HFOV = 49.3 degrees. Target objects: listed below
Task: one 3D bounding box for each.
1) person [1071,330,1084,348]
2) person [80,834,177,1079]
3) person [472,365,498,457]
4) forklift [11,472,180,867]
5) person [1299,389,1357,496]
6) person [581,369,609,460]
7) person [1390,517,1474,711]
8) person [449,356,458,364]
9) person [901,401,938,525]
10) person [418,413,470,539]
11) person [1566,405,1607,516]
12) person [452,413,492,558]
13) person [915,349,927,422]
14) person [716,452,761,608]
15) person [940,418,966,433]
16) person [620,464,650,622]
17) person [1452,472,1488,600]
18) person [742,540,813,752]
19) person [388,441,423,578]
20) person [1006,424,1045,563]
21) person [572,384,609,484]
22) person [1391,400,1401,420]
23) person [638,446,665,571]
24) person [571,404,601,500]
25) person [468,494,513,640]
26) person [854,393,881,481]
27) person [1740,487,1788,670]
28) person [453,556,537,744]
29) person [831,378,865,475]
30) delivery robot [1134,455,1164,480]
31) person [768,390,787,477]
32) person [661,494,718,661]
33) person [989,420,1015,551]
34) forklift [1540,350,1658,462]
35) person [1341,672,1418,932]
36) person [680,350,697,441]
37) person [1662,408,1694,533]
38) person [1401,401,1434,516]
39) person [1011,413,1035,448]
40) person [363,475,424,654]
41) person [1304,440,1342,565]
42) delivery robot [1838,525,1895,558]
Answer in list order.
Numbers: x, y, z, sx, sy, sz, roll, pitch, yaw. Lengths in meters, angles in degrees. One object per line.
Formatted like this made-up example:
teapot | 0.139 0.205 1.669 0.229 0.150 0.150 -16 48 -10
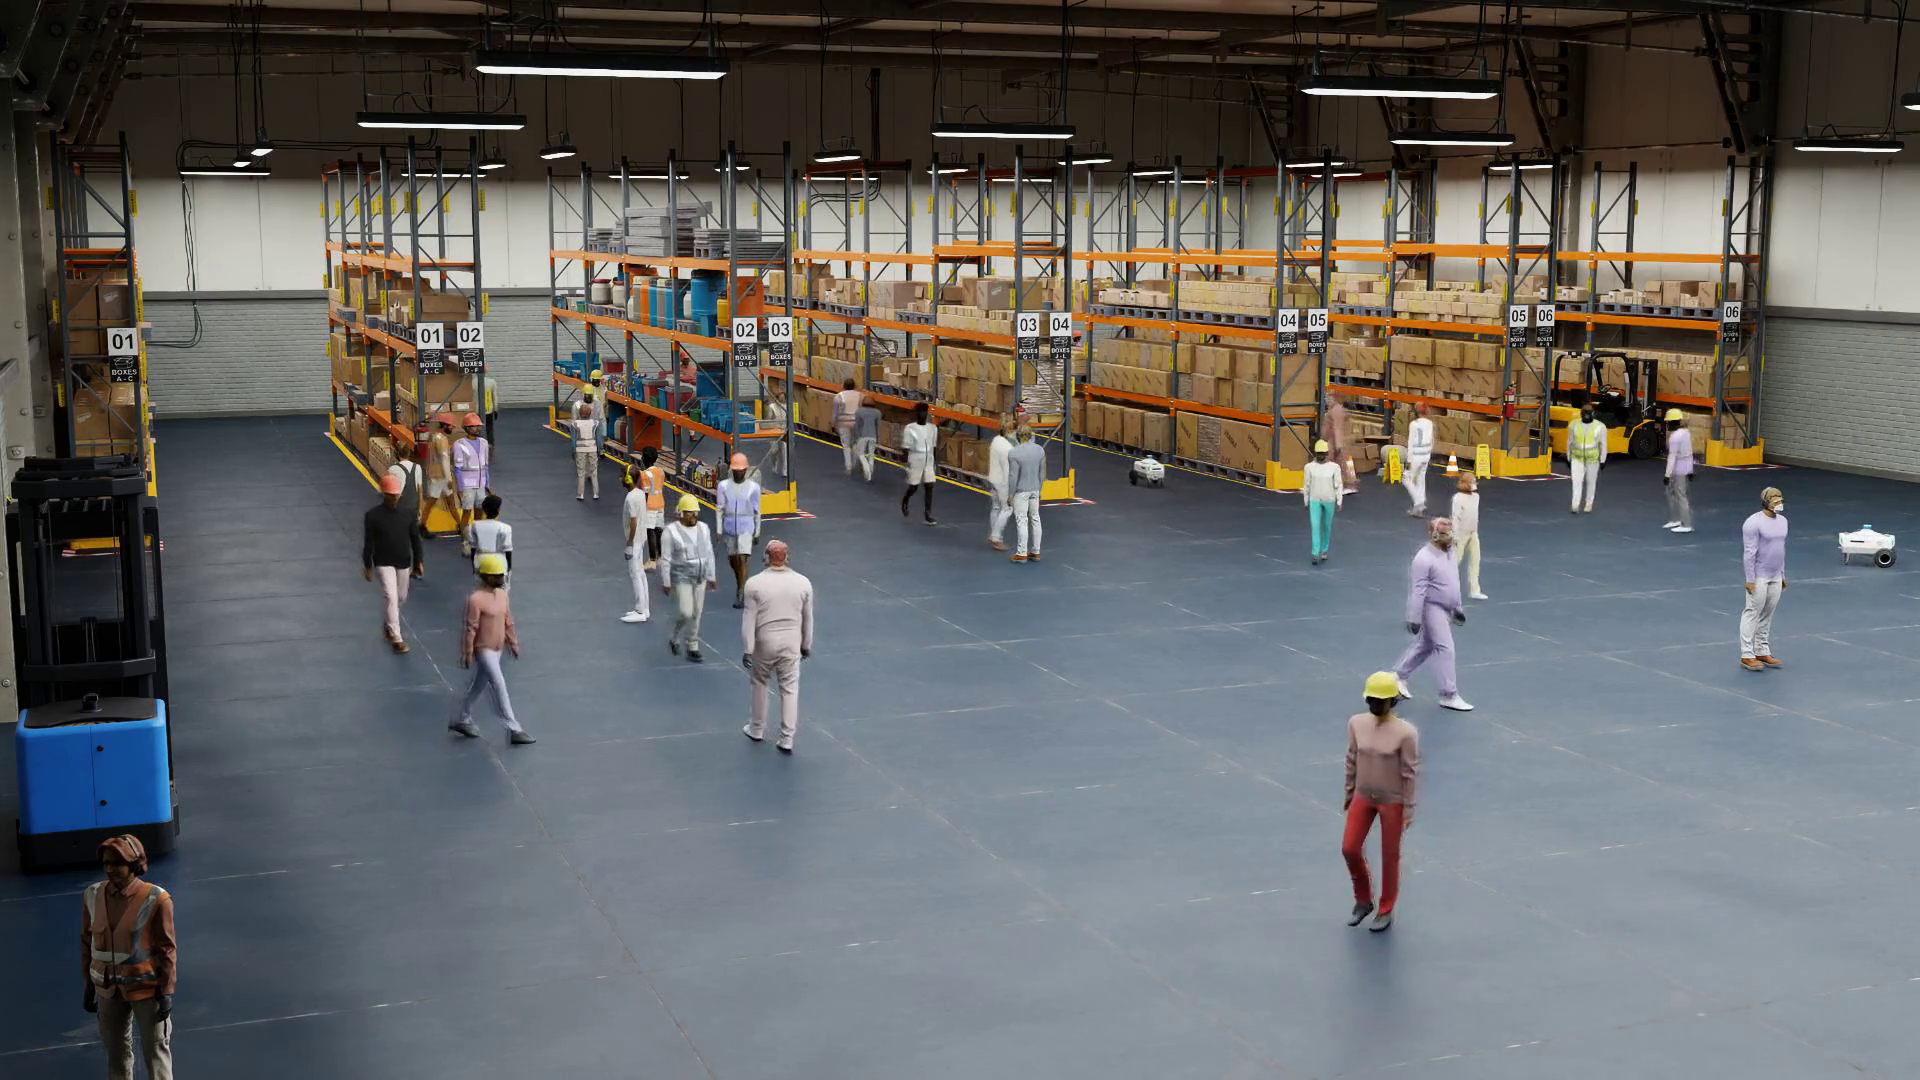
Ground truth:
person | 3.093 -4.580 55.403 0.368 1.931 0.552 2 9 10
person | -4.198 2.286 10.596 0.514 1.641 0.308 2 9 10
person | -9.590 -2.598 42.005 0.634 1.982 0.539 -3 9 -19
forklift | -6.630 0.886 15.957 1.129 2.768 1.873 -3 9 -21
person | 6.454 -1.692 36.409 0.996 1.855 0.664 2 9 13
person | -7.284 -2.502 41.899 0.587 1.828 0.404 -7 11 -38
person | 4.620 0.687 20.526 0.956 1.869 0.637 6 11 37
person | -12.225 -3.854 50.768 0.513 1.872 0.328 -4 10 -27
person | -0.650 -1.234 33.078 0.608 1.946 0.755 -5 10 -28
person | -7.750 -0.967 31.505 1.002 1.862 0.645 -3 9 -18
person | 10.177 -1.304 34.034 0.649 1.791 0.952 4 9 23
person | -6.899 -0.786 29.723 0.366 2.048 0.610 6 10 35
person | -0.948 -3.424 47.873 0.569 1.882 0.338 -8 11 -42
person | -2.730 -0.159 26.040 0.542 1.911 0.920 1 9 7
person | -0.112 -3.261 46.754 0.547 1.896 0.545 2 9 16
person | -3.877 0.030 24.879 0.310 1.868 0.534 1 9 6
person | 6.348 -0.081 26.486 0.507 1.605 0.741 -6 11 -37
person | -1.683 0.925 18.860 0.680 1.874 0.876 -3 9 -21
person | -7.374 -0.400 27.855 0.328 1.840 0.504 7 11 39
person | 0.907 -0.652 29.220 0.628 1.933 0.377 -7 11 -37
person | -6.706 -1.924 38.110 0.595 1.798 0.788 -5 10 -29
person | 10.004 -3.420 48.337 0.483 1.737 0.320 8 11 41
person | -4.209 -0.435 28.549 0.318 1.697 0.533 3 9 18
person | -6.400 -1.502 35.853 0.514 1.641 0.307 -3 9 -18
person | -5.273 0.326 23.506 0.538 1.680 0.641 1 9 7
person | -1.683 -1.876 38.386 0.525 1.620 0.456 -3 9 -18
person | 8.538 0.396 22.203 0.627 1.940 0.371 -5 10 -32
person | -4.281 0.983 19.033 0.923 1.716 0.531 3 9 21
person | -2.144 -2.178 39.826 0.629 1.807 0.895 -3 9 -19
delivery robot | 3.423 -1.294 37.895 0.477 0.478 0.707 -3 9 -18
person | -3.374 -2.021 39.361 0.521 1.618 0.649 -1 9 -9
person | -2.902 0.405 22.548 0.597 1.816 0.421 -8 12 -44
person | 0.574 -0.812 30.457 0.342 1.898 0.829 -3 9 -19
forklift | 12.897 -2.725 42.309 2.313 2.155 1.214 -3 9 -21
person | 2.755 1.735 13.865 0.546 1.751 0.449 7 11 37
person | -5.991 -3.156 45.695 0.622 1.995 0.376 -3 9 -21
person | 10.951 -1.059 32.028 0.641 1.894 0.602 6 10 33
person | 7.389 -1.310 33.765 0.614 1.877 0.399 -7 11 -39
person | 1.032 -1.281 34.434 0.522 1.622 0.501 7 11 39
person | -6.331 0.231 23.275 0.608 1.961 0.933 -7 11 -40
person | 5.061 -0.545 29.214 0.539 1.723 0.909 1 9 10
delivery robot | 12.568 0.034 29.041 0.707 0.478 0.477 3 9 20
